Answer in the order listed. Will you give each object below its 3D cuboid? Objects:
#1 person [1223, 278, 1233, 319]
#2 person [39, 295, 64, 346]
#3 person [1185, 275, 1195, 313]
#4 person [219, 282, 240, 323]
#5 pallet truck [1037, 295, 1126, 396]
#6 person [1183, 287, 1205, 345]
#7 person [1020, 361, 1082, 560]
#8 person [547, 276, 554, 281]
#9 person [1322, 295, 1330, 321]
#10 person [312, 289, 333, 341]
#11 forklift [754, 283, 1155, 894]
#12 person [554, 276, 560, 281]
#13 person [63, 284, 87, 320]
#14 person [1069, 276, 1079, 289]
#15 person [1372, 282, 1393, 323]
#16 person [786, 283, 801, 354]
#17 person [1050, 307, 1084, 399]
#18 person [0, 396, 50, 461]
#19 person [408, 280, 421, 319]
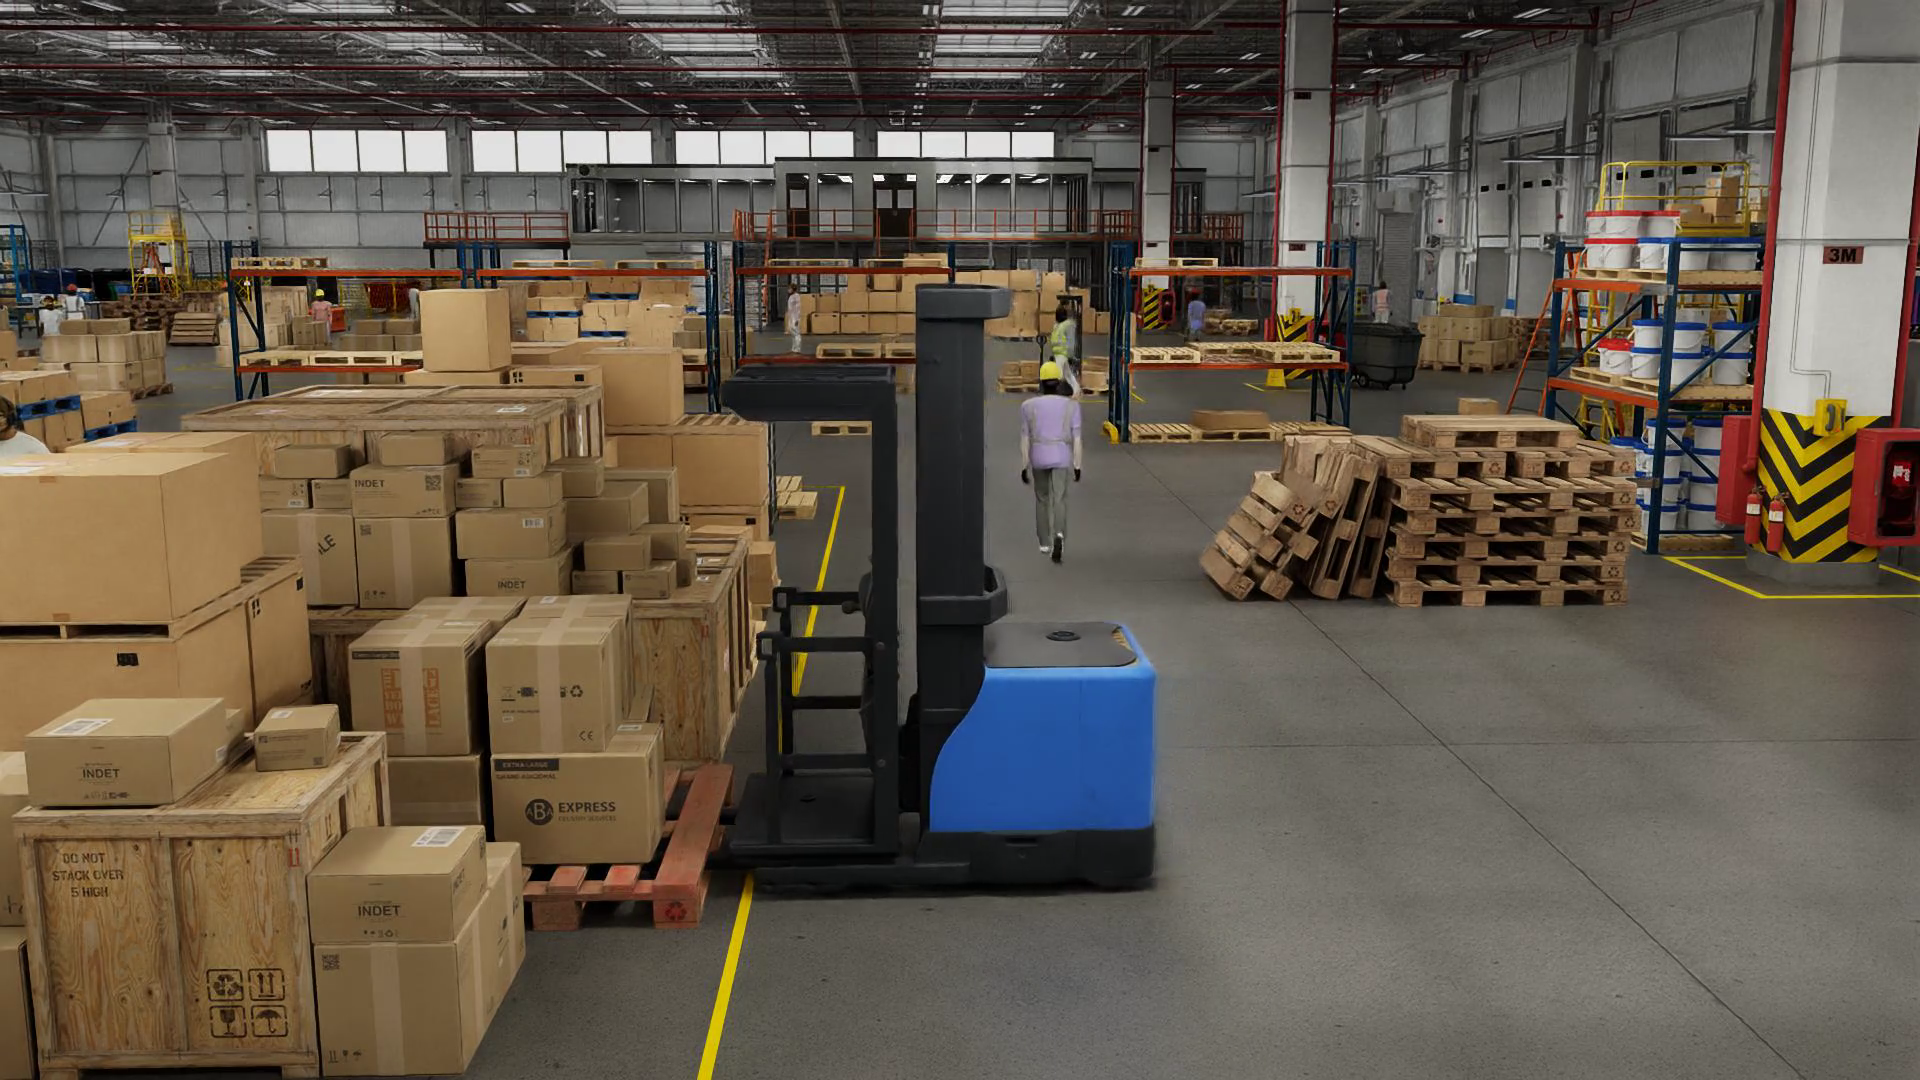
[{"bbox_3d":[9.527,-8.465,59.342,0.414,1.725,0.498,6,12,32],"label":"person"},{"bbox_3d":[-19.778,-4.389,36.277,0.518,1.860,0.323,-3,11,-17],"label":"person"},{"bbox_3d":[9.812,-10.652,70.813,0.403,1.987,0.611,9,13,40],"label":"person"},{"bbox_3d":[-20.847,-6.414,47.522,0.559,1.876,0.979,-3,11,-16],"label":"person"},{"bbox_3d":[2.483,-3.881,33.060,1.885,1.965,0.823,-7,13,-36],"label":"pallet truck"},{"bbox_3d":[5.771,-5.270,41.012,0.571,1.920,0.421,-9,13,-41],"label":"person"},{"bbox_3d":[0.874,-0.764,15.974,0.594,1.904,0.817,0,10,1],"label":"person"},{"bbox_3d":[-13.732,-7.977,56.028,0.630,1.935,0.786,8,13,37],"label":"person"},{"bbox_3d":[8.689,-5.140,40.413,0.608,1.873,1.018,5,12,28],"label":"person"},{"bbox_3d":[-17.071,-5.824,44.531,0.526,1.768,0.331,-2,10,-10],"label":"person"},{"bbox_3d":[-0.034,0.174,8.010,1.873,2.768,1.129,0,10,-2],"label":"forklift"},{"bbox_3d":[-14.638,-8.711,60.425,0.552,1.832,0.400,-6,12,-29],"label":"person"},{"bbox_3d":[-23.849,-5.947,44.827,0.565,1.909,0.877,0,10,1],"label":"person"},{"bbox_3d":[3.787,-7.937,56.032,0.369,1.873,0.591,-7,12,-35],"label":"person"},{"bbox_3d":[13.036,-7.058,51.338,0.615,1.805,0.963,4,11,23],"label":"person"},{"bbox_3d":[-4.424,-5.872,44.314,0.359,1.939,0.635,-4,11,-23],"label":"person"},{"bbox_3d":[1.981,-3.562,31.845,0.951,1.802,0.639,-4,11,-19],"label":"person"},{"bbox_3d":[-6.871,-0.081,12.054,0.630,1.940,0.370,1,10,5],"label":"person"},{"bbox_3d":[-17.360,-7.345,52.856,0.722,1.828,0.350,6,12,29],"label":"person"}]
